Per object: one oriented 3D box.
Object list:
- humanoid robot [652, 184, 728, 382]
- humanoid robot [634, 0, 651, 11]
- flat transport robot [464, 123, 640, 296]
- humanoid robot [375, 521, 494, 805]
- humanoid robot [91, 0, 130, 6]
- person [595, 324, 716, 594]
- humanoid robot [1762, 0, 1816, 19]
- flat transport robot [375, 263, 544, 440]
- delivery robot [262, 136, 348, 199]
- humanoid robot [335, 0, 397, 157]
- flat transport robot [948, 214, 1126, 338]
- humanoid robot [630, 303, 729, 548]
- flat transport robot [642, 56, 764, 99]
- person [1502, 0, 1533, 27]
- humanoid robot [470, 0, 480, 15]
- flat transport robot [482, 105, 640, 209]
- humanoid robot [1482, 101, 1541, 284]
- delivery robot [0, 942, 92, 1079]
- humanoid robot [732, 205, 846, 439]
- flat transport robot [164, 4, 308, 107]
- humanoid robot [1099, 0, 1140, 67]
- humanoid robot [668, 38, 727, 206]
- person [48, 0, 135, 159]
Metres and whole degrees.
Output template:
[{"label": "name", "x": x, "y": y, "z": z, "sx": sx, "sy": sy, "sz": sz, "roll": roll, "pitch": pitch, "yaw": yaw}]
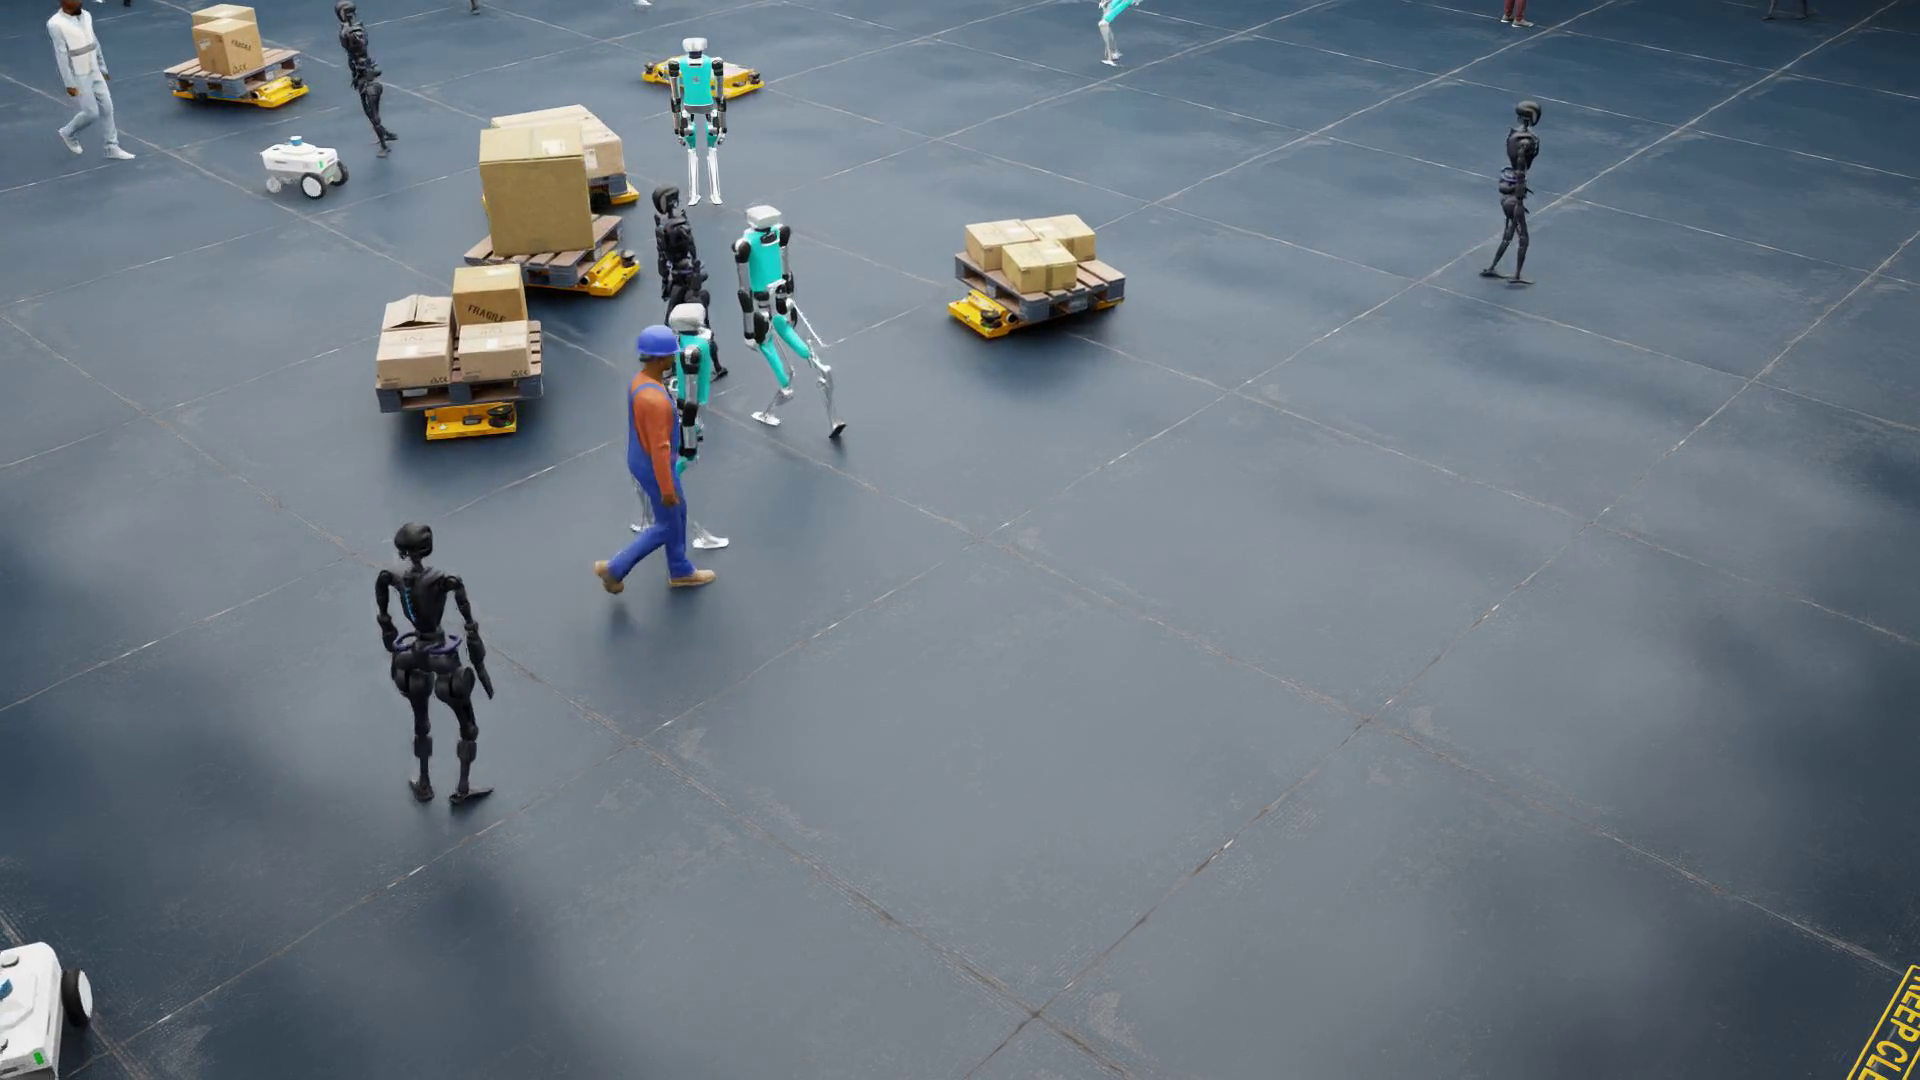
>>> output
[{"label": "humanoid robot", "x": -2.167, "y": -1.998, "z": 13.043, "sx": 0.566, "sy": 1.634, "sz": 0.584, "roll": -25, "pitch": 40, "yaw": -34}, {"label": "humanoid robot", "x": -4.499, "y": -8.187, "z": 23.013, "sx": 0.742, "sy": 1.860, "sz": 0.542, "roll": 10, "pitch": 33, "yaw": 16}, {"label": "flat transport robot", "x": -3.723, "y": -2.477, "z": 15.142, "sx": 1.431, "sy": 0.231, "sz": 0.659, "roll": 7, "pitch": 33, "yaw": 11}, {"label": "humanoid robot", "x": -2.782, "y": 0.660, "z": 8.760, "sx": 0.600, "sy": 1.634, "sz": 0.387, "roll": 6, "pitch": 32, "yaw": 10}, {"label": "humanoid robot", "x": -12.064, "y": -8.326, "z": 23.217, "sx": 0.892, "sy": 1.812, "sz": 0.562, "roll": 19, "pitch": 36, "yaw": 27}, {"label": "person", "x": -1.966, "y": -0.448, "z": 10.359, "sx": 0.695, "sy": 1.876, "sz": 0.587, "roll": -10, "pitch": 33, "yaw": -15}, {"label": "humanoid robot", "x": 11.417, "y": -7.903, "z": 22.584, "sx": 0.768, "sy": 1.631, "sz": 0.603, "roll": -11, "pitch": 33, "yaw": -17}, {"label": "flat transport robot", "x": -3.879, "y": -1.203, "z": 13.091, "sx": 0.659, "sy": 0.231, "sz": 1.431, "roll": -6, "pitch": 32, "yaw": -10}, {"label": "delivery robot", "x": -6.748, "y": -3.843, "z": 17.053, "sx": 0.759, "sy": 0.575, "sz": 0.499, "roll": 7, "pitch": 33, "yaw": 11}, {"label": "humanoid robot", "x": -6.327, "y": -4.966, "z": 17.824, "sx": 0.465, "sy": 1.646, "sz": 0.613, "roll": -22, "pitch": 38, "yaw": -31}, {"label": "flat transport robot", "x": 0.668, "y": -2.114, "z": 14.557, "sx": 1.431, "sy": 0.231, "sz": 0.659, "roll": -18, "pitch": 36, "yaw": -27}, {"label": "humanoid robot", "x": -2.005, "y": -0.697, "z": 10.907, "sx": 0.872, "sy": 1.781, "sz": 0.547, "roll": -1, "pitch": 32, "yaw": -2}, {"label": "flat transport robot", "x": -3.133, "y": -5.641, "z": 20.238, "sx": 1.431, "sy": 0.231, "sz": 0.659, "roll": 21, "pitch": 38, "yaw": 30}, {"label": "person", "x": 7.614, "y": -7.832, "z": 22.310, "sx": 0.381, "sy": 1.805, "sz": 0.553, "roll": -11, "pitch": 33, "yaw": -17}, {"label": "humanoid robot", "x": -6.813, "y": -8.136, "z": 22.929, "sx": 0.609, "sy": 1.635, "sz": 0.536, "roll": -15, "pitch": 35, "yaw": -23}, {"label": "flat transport robot", "x": -4.031, "y": -3.493, "z": 16.780, "sx": 1.431, "sy": 0.231, "sz": 0.659, "roll": -17, "pitch": 36, "yaw": -25}, {"label": "humanoid robot", "x": 5.020, "y": -3.099, "z": 14.814, "sx": 0.461, "sy": 1.655, "sz": 0.589, "roll": 8, "pitch": 33, "yaw": 12}, {"label": "delivery robot", "x": -4.199, "y": 2.162, "z": 7.388, "sx": 0.499, "sy": 0.580, "sz": 0.757, "roll": -11, "pitch": 34, "yaw": -18}, {"label": "humanoid robot", "x": -1.186, "y": -1.533, "z": 12.252, "sx": 0.960, "sy": 1.773, "sz": 0.544, "roll": 22, "pitch": 38, "yaw": 31}, {"label": "flat transport robot", "x": -8.602, "y": -5.410, "z": 19.866, "sx": 1.431, "sy": 0.231, "sz": 0.659, "roll": 10, "pitch": 33, "yaw": 15}, {"label": "humanoid robot", "x": 1.929, "y": -6.854, "z": 20.792, "sx": 0.882, "sy": 1.767, "sz": 0.596, "roll": -14, "pitch": 34, "yaw": -21}, {"label": "humanoid robot", "x": -2.541, "y": -4.141, "z": 16.304, "sx": 0.533, "sy": 1.677, "sz": 0.735, "roll": -3, "pitch": 32, "yaw": -5}, {"label": "person", "x": -9.316, "y": -4.931, "z": 17.566, "sx": 0.641, "sy": 1.891, "sz": 0.639, "roll": 6, "pitch": 32, "yaw": 9}]
